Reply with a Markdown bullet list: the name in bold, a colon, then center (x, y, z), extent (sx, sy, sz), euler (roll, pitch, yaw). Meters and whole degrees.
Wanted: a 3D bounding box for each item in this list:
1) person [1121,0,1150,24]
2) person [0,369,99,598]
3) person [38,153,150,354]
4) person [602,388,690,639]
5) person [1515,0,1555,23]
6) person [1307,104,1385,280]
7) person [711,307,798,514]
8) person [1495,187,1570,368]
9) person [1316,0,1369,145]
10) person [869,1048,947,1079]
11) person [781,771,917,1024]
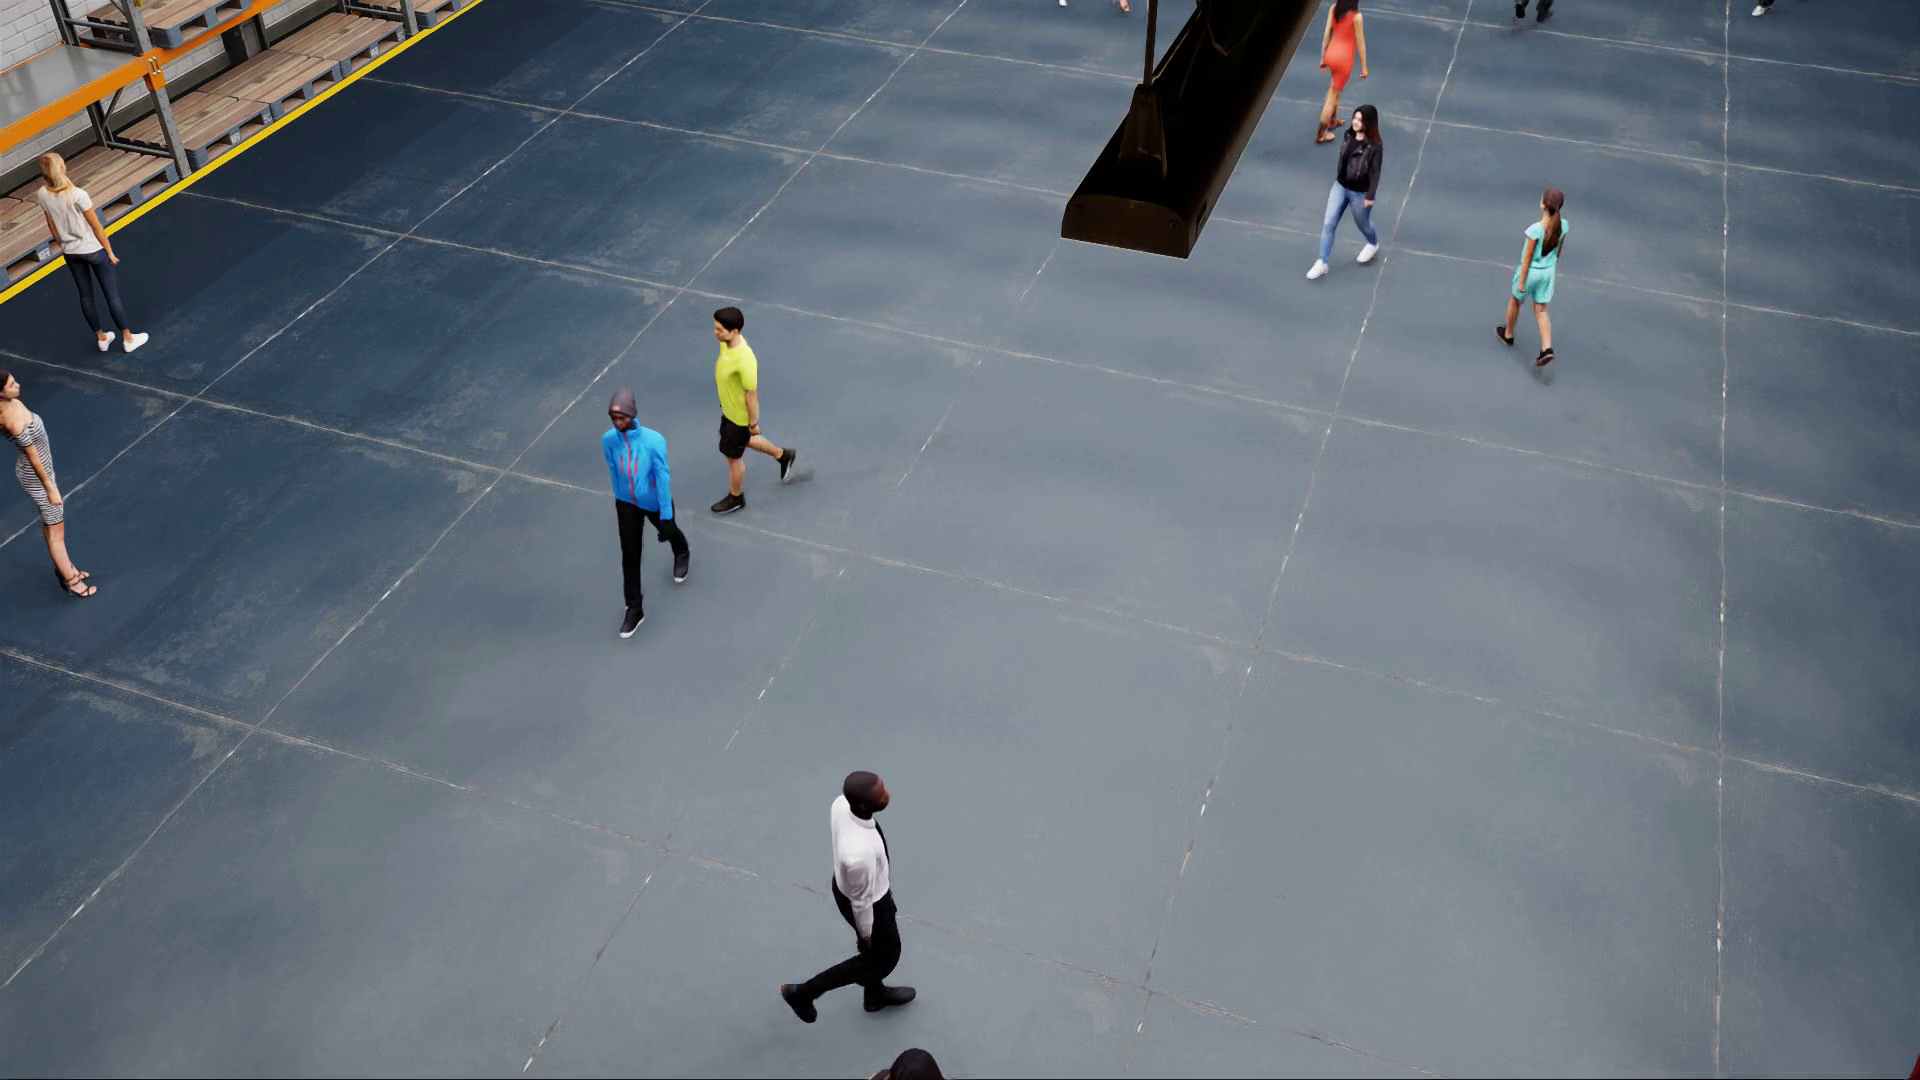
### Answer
- **person**: center (2.137, -6.903, 19.612), extent (1.030, 1.708, 1.178), euler (-11, 40, -13)
- **person**: center (-6.301, -0.393, 11.370), extent (0.717, 1.822, 0.683), euler (-21, 43, -25)
- **person**: center (-7.302, -2.389, 13.879), extent (0.655, 1.809, 0.587), euler (3, 39, 4)
- **person**: center (-2.095, -0.298, 11.307), extent (0.797, 1.752, 1.228), euler (5, 39, 6)
- **person**: center (6.947, -6.970, 19.605), extent (1.079, 1.822, 0.937), euler (-29, 47, -31)
- **person**: center (3.611, -3.156, 15.011), extent (1.190, 1.595, 1.004), euler (-26, 46, -29)
- **person**: center (-1.558, -0.999, 12.237), extent (1.053, 1.687, 1.009), euler (-16, 41, -19)
- **person**: center (4.841, -2.173, 13.826), extent (0.871, 1.537, 1.074), euler (-7, 39, -8)
- **person**: center (3.844, -4.884, 17.090), extent (0.919, 1.699, 0.837), euler (-22, 43, -25)
- **person**: center (-0.151, 2.775, 7.516), extent (0.725, 1.680, 0.970), euler (10, 40, 12)
- **person**: center (-0.593, 1.869, 8.541), extent (1.024, 1.817, 1.026), euler (-9, 40, -11)
